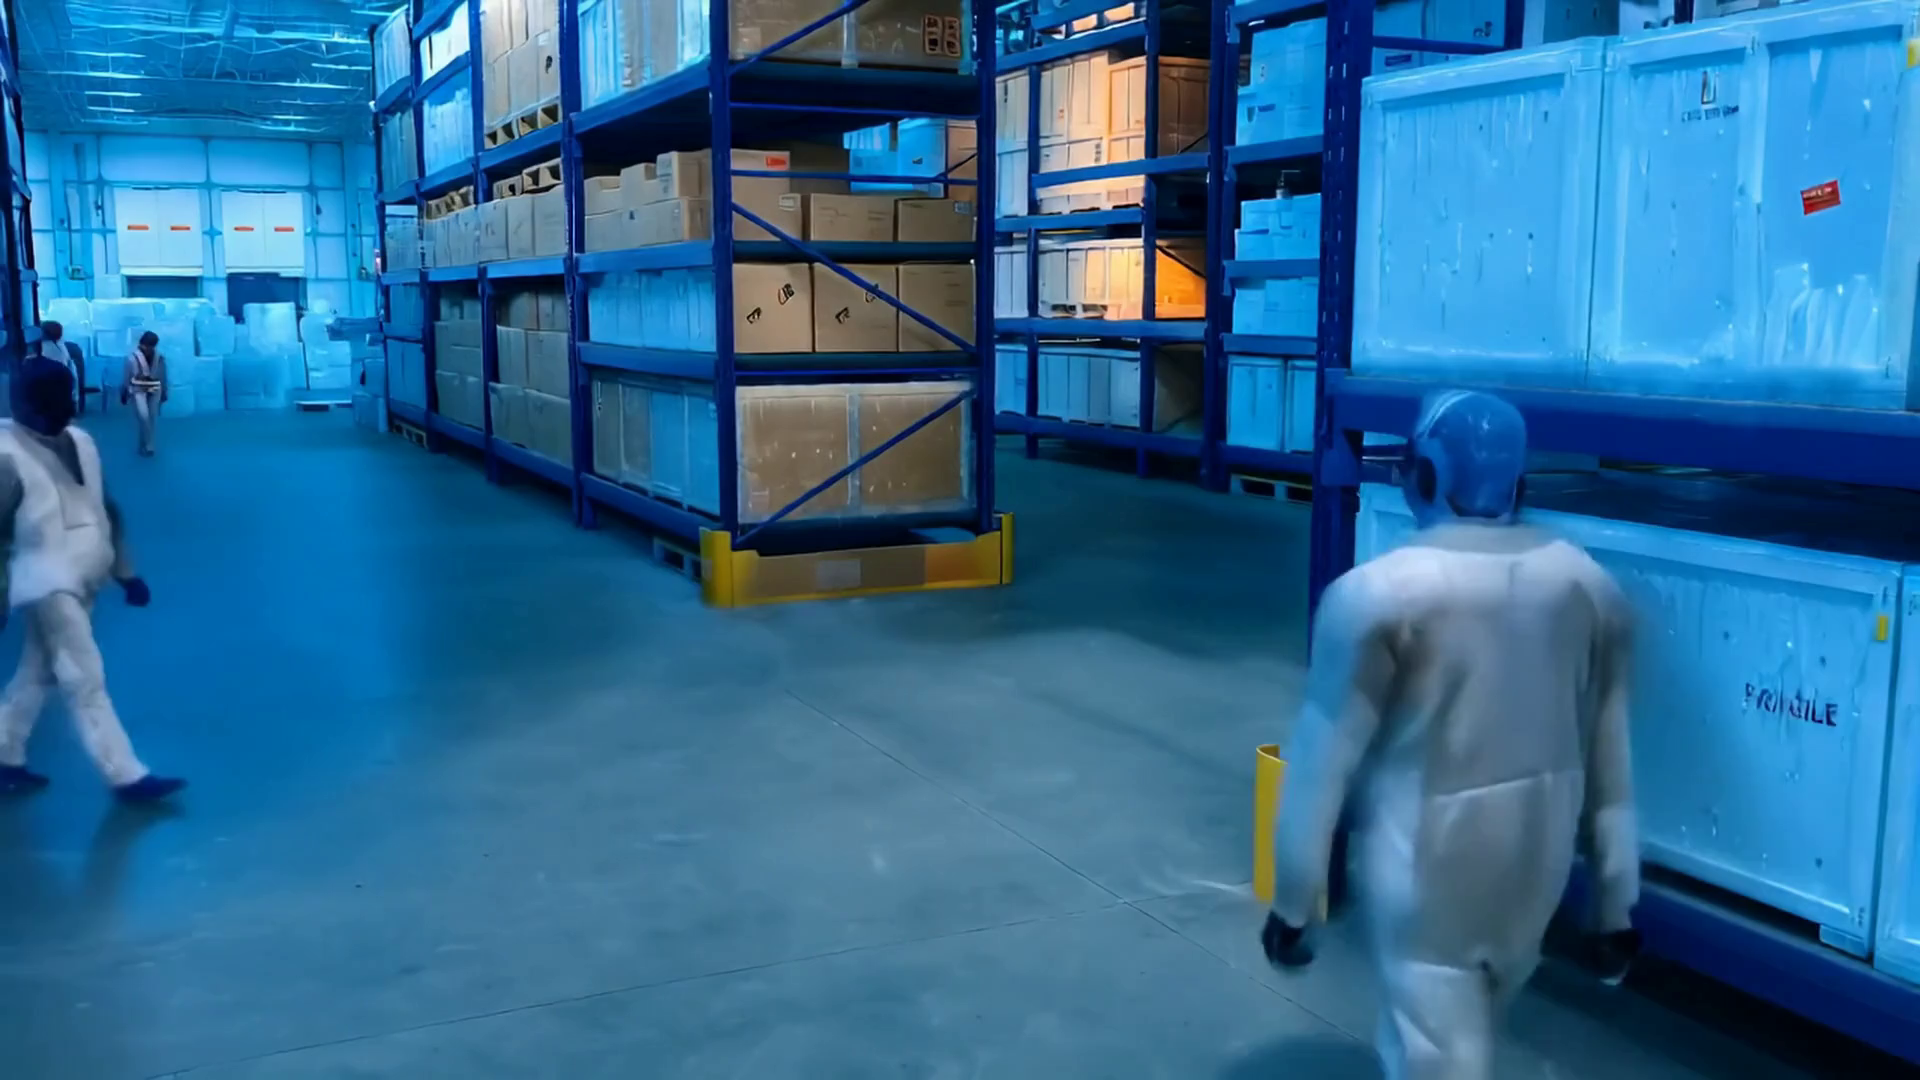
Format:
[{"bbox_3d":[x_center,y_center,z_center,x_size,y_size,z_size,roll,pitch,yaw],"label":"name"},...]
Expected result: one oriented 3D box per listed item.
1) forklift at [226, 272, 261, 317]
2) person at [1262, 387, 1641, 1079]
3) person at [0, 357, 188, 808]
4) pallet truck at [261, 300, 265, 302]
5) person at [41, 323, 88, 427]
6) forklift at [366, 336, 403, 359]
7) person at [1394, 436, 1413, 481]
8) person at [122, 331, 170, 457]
[{"bbox_3d":[-21.439,-6.646,49.917,1.873,2.768,1.129,6,10,35],"label":"forklift"},{"bbox_3d":[0.935,0.652,3.089,0.672,1.869,0.973,-3,9,-18],"label":"person"},{"bbox_3d":[-3.584,0.176,6.619,0.955,1.799,0.633,1,8,4],"label":"person"},{"bbox_3d":[-23.913,-7.404,58.171,1.885,1.965,0.823,-1,8,-9],"label":"pallet truck"},{"bbox_3d":[-14.211,-2.579,26.087,0.881,1.645,0.579,1,8,3],"label":"person"},{"bbox_3d":[-11.019,-4.281,33.612,1.873,2.768,1.129,5,10,30],"label":"forklift"},{"bbox_3d":[1.879,0.188,6.744,0.693,1.722,0.493,-4,9,-28],"label":"person"},{"bbox_3d":[-10.327,-1.846,21.183,0.799,1.596,0.547,6,10,37],"label":"person"}]
